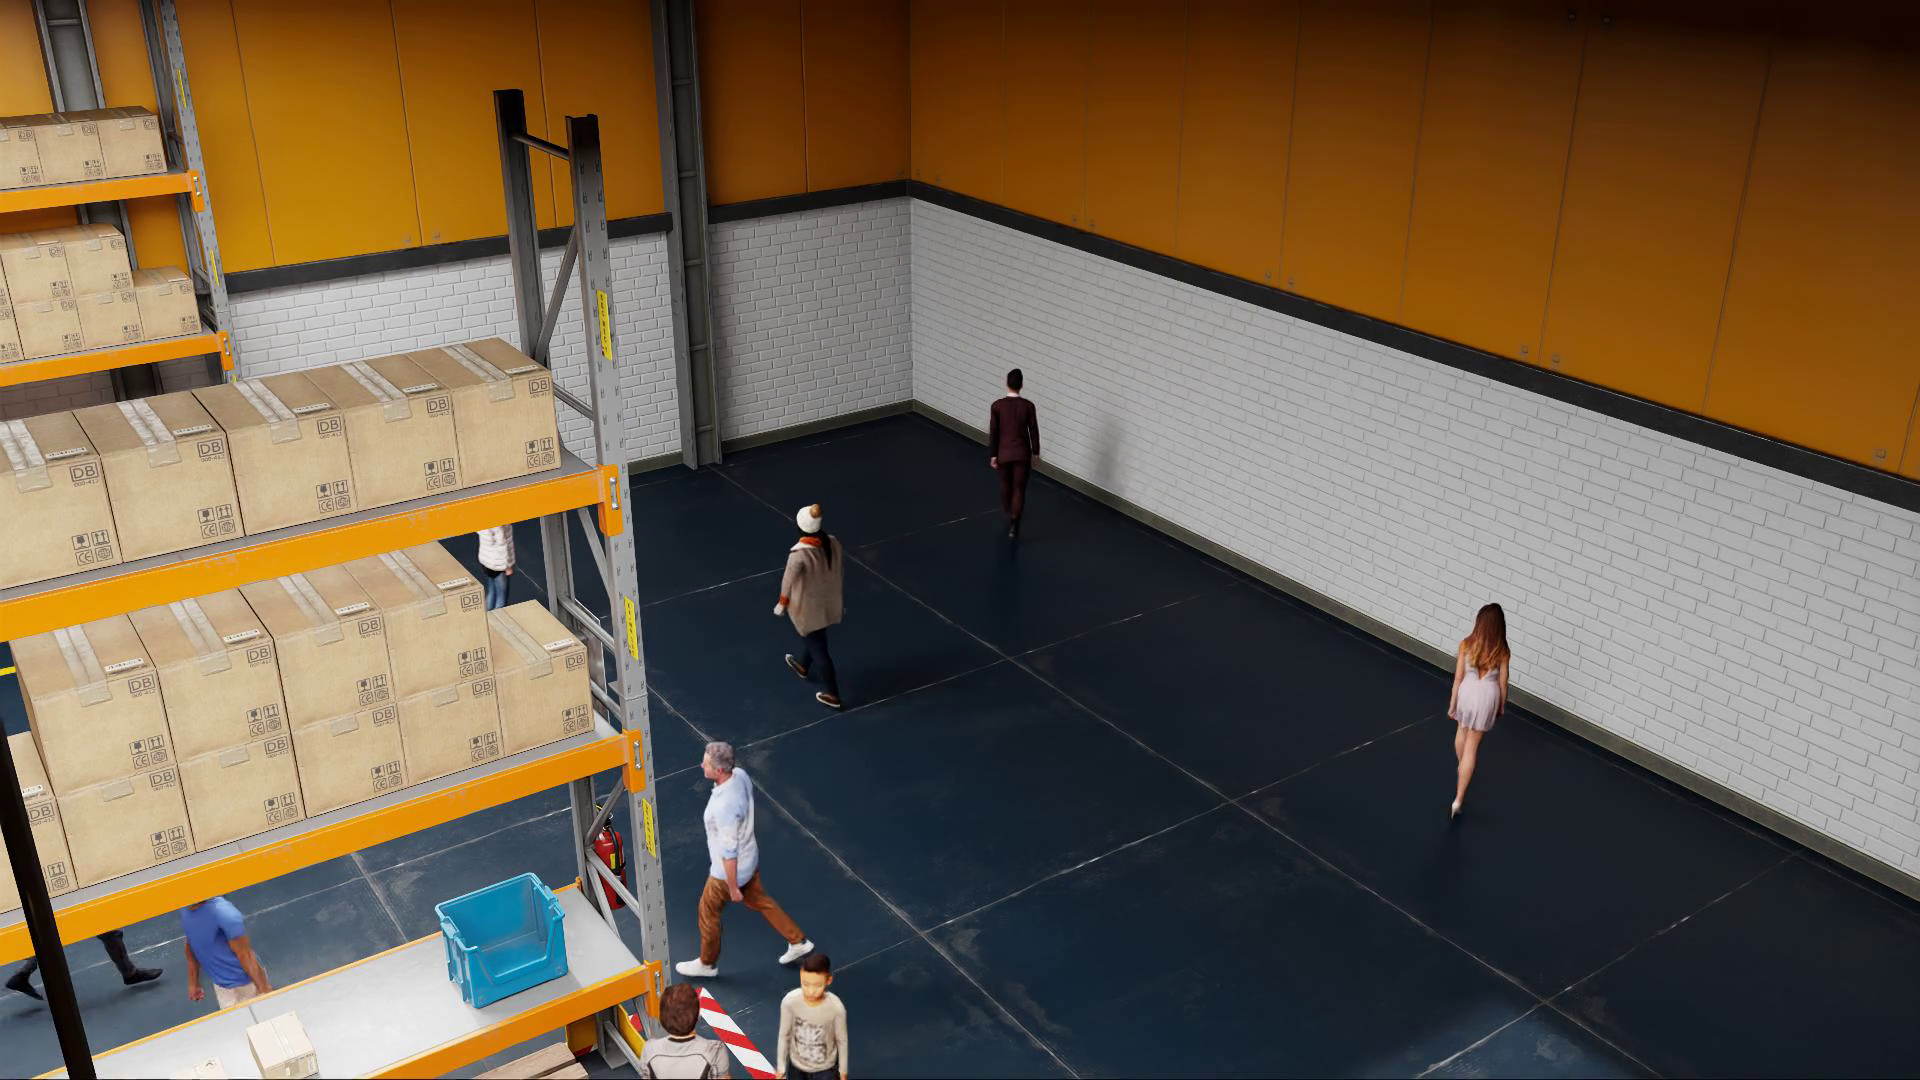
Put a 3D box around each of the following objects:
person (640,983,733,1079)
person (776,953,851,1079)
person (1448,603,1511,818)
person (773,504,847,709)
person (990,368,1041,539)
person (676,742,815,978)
[{"bbox_3d":[-1.388,3.090,8.673,0.703,1.900,0.794,0,24,1],"label":"person"},{"bbox_3d":[-0.833,2.959,9.530,0.827,1.453,0.889,3,24,6],"label":"person"},{"bbox_3d":[3.970,1.355,12.847,0.885,1.735,1.061,10,26,22],"label":"person"},{"bbox_3d":[-1.203,0.594,14.451,0.888,1.845,1.112,21,31,40],"label":"person"},{"bbox_3d":[0.583,-0.888,17.866,1.223,1.826,1.294,5,24,11],"label":"person"},{"bbox_3d":[-1.413,2.126,11.009,1.235,1.795,1.148,3,24,7],"label":"person"}]
